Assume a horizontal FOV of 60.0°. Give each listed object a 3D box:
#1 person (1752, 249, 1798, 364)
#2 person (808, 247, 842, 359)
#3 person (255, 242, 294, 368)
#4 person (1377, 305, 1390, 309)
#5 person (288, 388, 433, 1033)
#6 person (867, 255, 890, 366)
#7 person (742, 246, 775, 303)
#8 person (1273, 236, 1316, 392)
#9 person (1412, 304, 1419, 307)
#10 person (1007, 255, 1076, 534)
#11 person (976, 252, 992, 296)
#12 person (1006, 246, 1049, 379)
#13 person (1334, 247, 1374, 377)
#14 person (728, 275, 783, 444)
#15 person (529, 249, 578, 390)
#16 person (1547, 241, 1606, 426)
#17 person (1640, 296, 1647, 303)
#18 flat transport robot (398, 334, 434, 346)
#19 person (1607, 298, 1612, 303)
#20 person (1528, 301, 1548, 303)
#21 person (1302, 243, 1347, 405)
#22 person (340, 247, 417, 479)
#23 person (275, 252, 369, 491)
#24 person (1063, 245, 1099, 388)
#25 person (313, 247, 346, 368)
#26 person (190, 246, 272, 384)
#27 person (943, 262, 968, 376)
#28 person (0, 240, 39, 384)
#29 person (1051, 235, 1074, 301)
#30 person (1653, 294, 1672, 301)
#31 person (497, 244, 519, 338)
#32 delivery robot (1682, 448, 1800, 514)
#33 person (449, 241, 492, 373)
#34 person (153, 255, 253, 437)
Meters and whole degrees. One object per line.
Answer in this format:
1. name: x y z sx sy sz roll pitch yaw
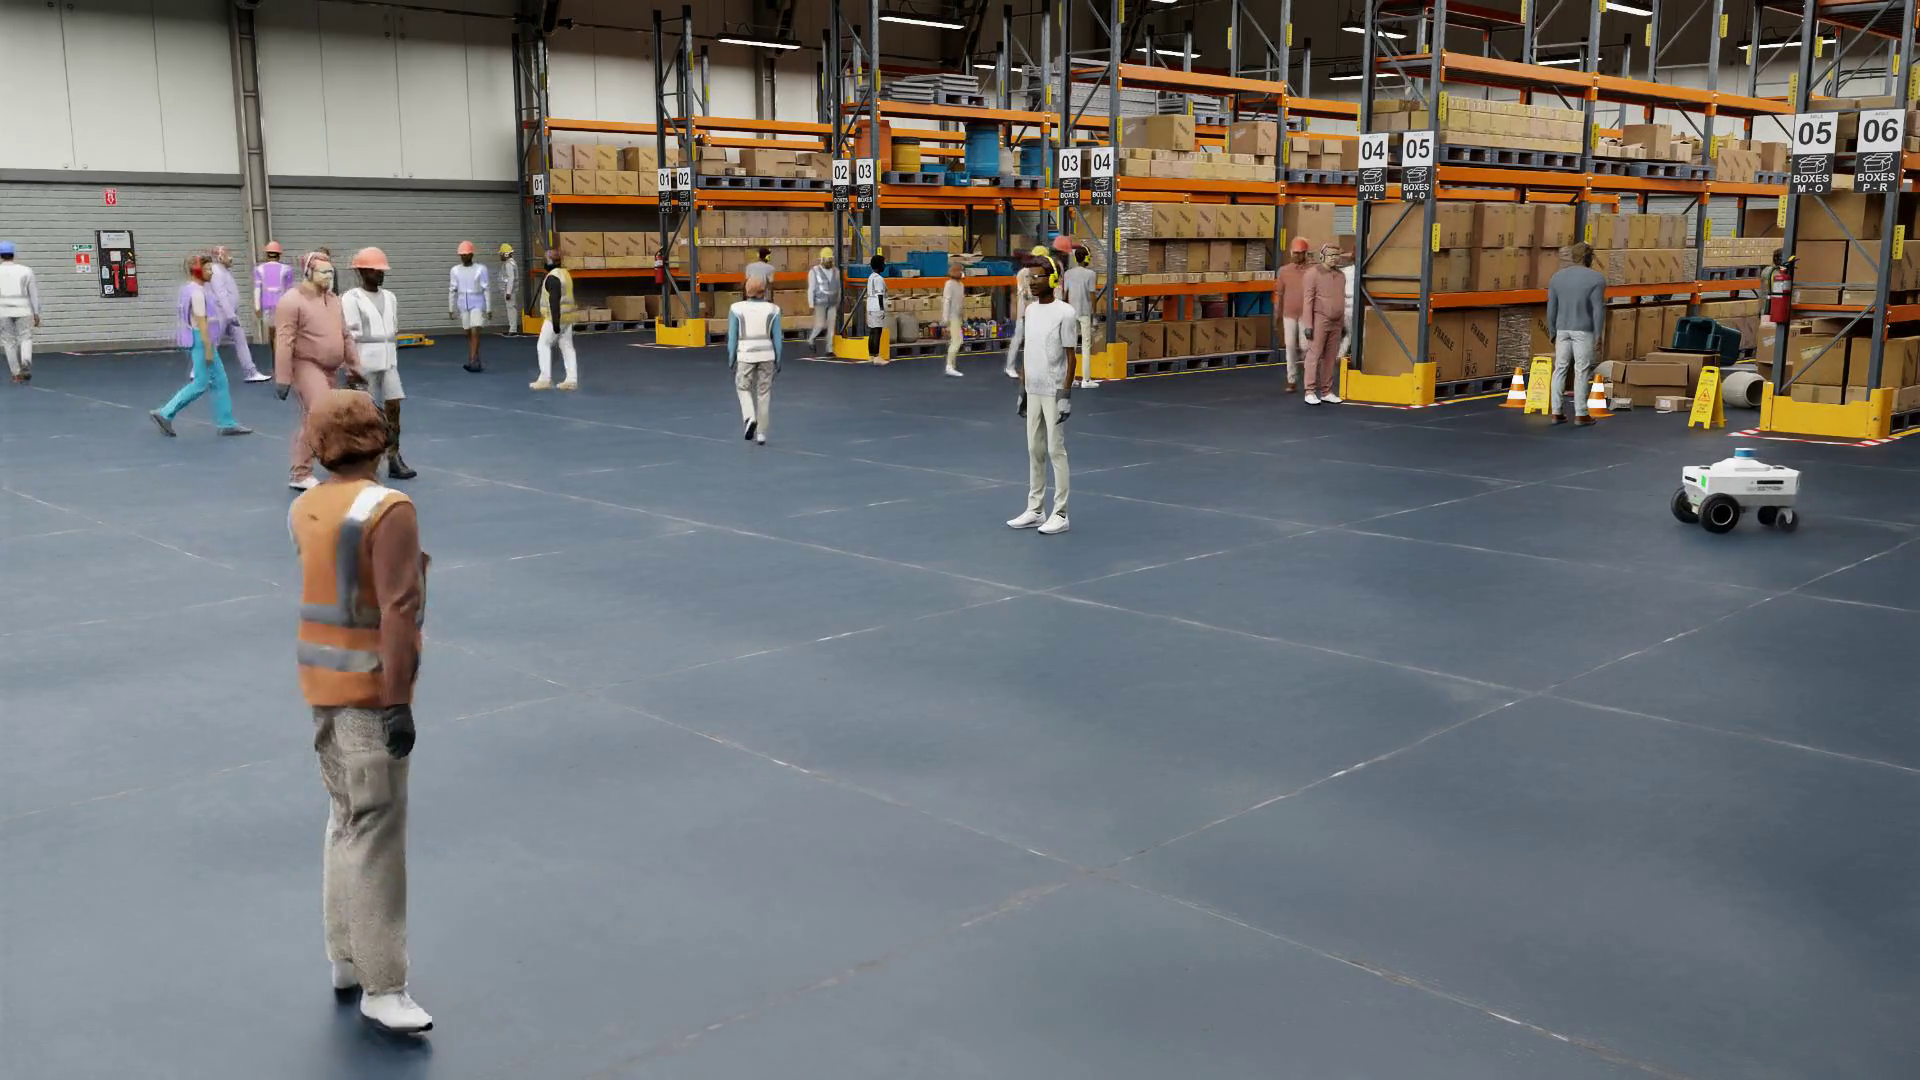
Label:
1. person: 12.199 -3.437 24.830 0.643 1.790 0.952 9 14 42
2. person: -2.226 -3.881 27.198 0.607 1.815 0.555 -7 13 -34
3. person: -10.452 -3.601 25.466 0.544 1.885 0.977 -1 10 -7
4. person: 6.409 -3.495 25.616 0.517 1.610 0.476 8 13 39
5. person: -1.507 0.424 4.294 0.666 1.606 0.338 10 14 43
6. person: -1.278 -3.568 25.821 0.316 1.695 0.542 -4 11 -18
7. person: -3.445 -4.074 28.227 0.615 1.825 0.793 1 10 6
8. person: 4.335 -2.890 21.336 0.645 1.978 0.485 5 12 26
9. person: 6.678 -3.262 23.548 0.588 1.920 0.398 10 14 42
10. person: 0.568 -0.989 11.290 0.328 1.872 0.514 -9 13 -39
11. person: 0.618 -6.136 39.131 0.424 1.945 0.631 -7 12 -33
12. person: 0.991 -3.170 23.233 0.603 1.859 1.029 -8 13 -36
13. person: 5.441 -3.126 22.942 0.600 1.871 0.529 9 14 40
14. person: -1.955 -1.726 15.964 0.531 1.622 0.423 -2 11 -11
15. person: -5.349 -2.867 21.682 0.747 1.810 0.630 1 10 7
16. person: 6.548 -2.199 17.704 0.371 1.936 0.629 -9 14 -41
17. person: 15.798 -5.998 38.700 0.592 1.833 0.404 -4 11 -19
18. flat transport robot: -10.212 -3.574 29.862 0.652 0.197 1.431 5 11 25
19. person: 11.641 -4.500 30.458 0.579 1.868 0.571 8 13 36
20. person: 8.541 -3.558 25.030 0.650 1.972 0.619 -10 14 -44
21. person: 4.370 -2.574 19.829 0.651 1.906 0.404 -7 12 -32
22. person: -4.939 -1.475 13.856 0.827 1.913 0.548 6 12 29
23. person: -4.864 -1.278 12.878 0.940 1.859 0.669 2 11 12
24. person: 1.596 -2.948 21.972 0.518 1.870 0.322 8 13 36
25. person: -9.666 -3.530 25.285 0.554 1.839 0.528 0 10 -2
26. person: -9.998 -3.050 22.572 1.008 1.861 0.650 -1 10 -7
27. person: -0.044 -3.142 23.666 0.401 1.619 0.512 5 11 25
28. person: -12.812 -3.080 22.502 0.629 1.933 0.547 -6 12 -28
29. person: 1.289 -3.213 23.065 0.541 2.004 0.715 -2 11 -11
30. person: 15.598 -5.719 36.728 0.535 2.000 0.684 -2 11 -9
31. person: -8.920 -4.924 32.851 0.404 1.829 0.600 -2 11 -12
32. delivery robot: 5.390 -0.392 11.482 0.707 0.478 0.477 0 10 -1
33. person: -7.194 -3.385 24.268 0.574 1.896 0.930 1 10 5
34. person: -7.612 -1.933 16.592 0.842 1.816 0.574 -5 11 -24
